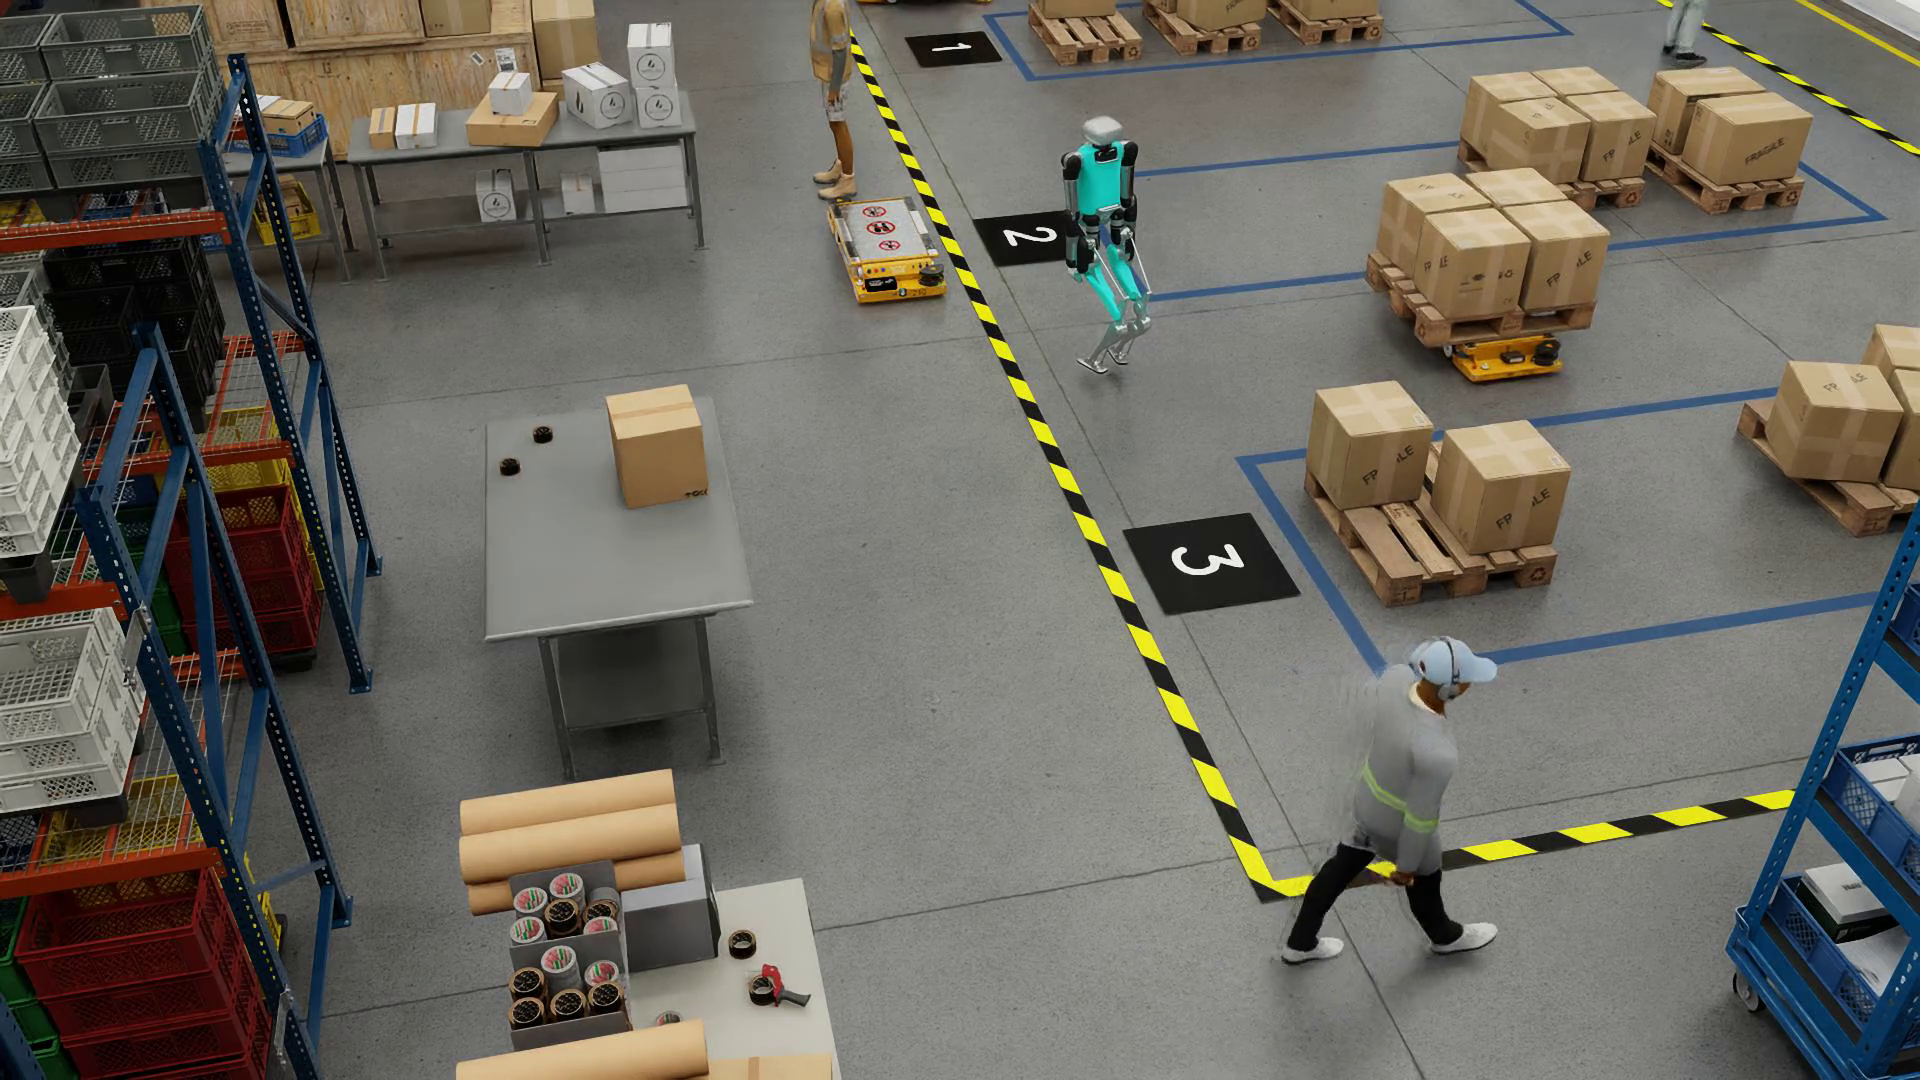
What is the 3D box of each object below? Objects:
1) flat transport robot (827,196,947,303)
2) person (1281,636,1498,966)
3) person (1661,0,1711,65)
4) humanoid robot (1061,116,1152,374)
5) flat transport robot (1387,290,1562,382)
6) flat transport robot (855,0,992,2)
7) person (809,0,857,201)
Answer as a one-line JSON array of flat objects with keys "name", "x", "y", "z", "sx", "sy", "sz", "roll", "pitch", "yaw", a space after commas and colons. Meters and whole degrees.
[{"name": "flat transport robot", "x": -0.570, "y": -2.220, "z": 12.538, "sx": 0.659, "sy": 0.231, "sz": 1.431, "roll": -8, "pitch": 37, "yaw": -10}, {"name": "person", "x": 1.838, "y": 1.089, "z": 6.803, "sx": 0.962, "sy": 1.799, "sz": 0.605, "roll": -7, "pitch": 37, "yaw": -10}, {"name": "person", "x": 6.920, "y": -5.392, "z": 15.531, "sx": 0.443, "sy": 1.783, "sz": 0.693, "roll": -14, "pitch": 39, "yaw": -18}, {"name": "humanoid robot", "x": 1.000, "y": -1.813, "z": 10.651, "sx": 0.533, "sy": 1.673, "sz": 0.735, "roll": -18, "pitch": 40, "yaw": -22}, {"name": "flat transport robot", "x": 3.575, "y": -1.577, "z": 11.651, "sx": 0.652, "sy": 0.197, "sz": 1.431, "roll": -8, "pitch": 37, "yaw": -10}, {"name": "flat transport robot", "x": -0.383, "y": -5.823, "z": 17.356, "sx": 1.431, "sy": 0.197, "sz": 0.652, "roll": 0, "pitch": 37, "yaw": 0}, {"name": "person", "x": -1.033, "y": -3.660, "z": 12.992, "sx": 0.387, "sy": 2.036, "sz": 0.613, "roll": -5, "pitch": 37, "yaw": -7}]
